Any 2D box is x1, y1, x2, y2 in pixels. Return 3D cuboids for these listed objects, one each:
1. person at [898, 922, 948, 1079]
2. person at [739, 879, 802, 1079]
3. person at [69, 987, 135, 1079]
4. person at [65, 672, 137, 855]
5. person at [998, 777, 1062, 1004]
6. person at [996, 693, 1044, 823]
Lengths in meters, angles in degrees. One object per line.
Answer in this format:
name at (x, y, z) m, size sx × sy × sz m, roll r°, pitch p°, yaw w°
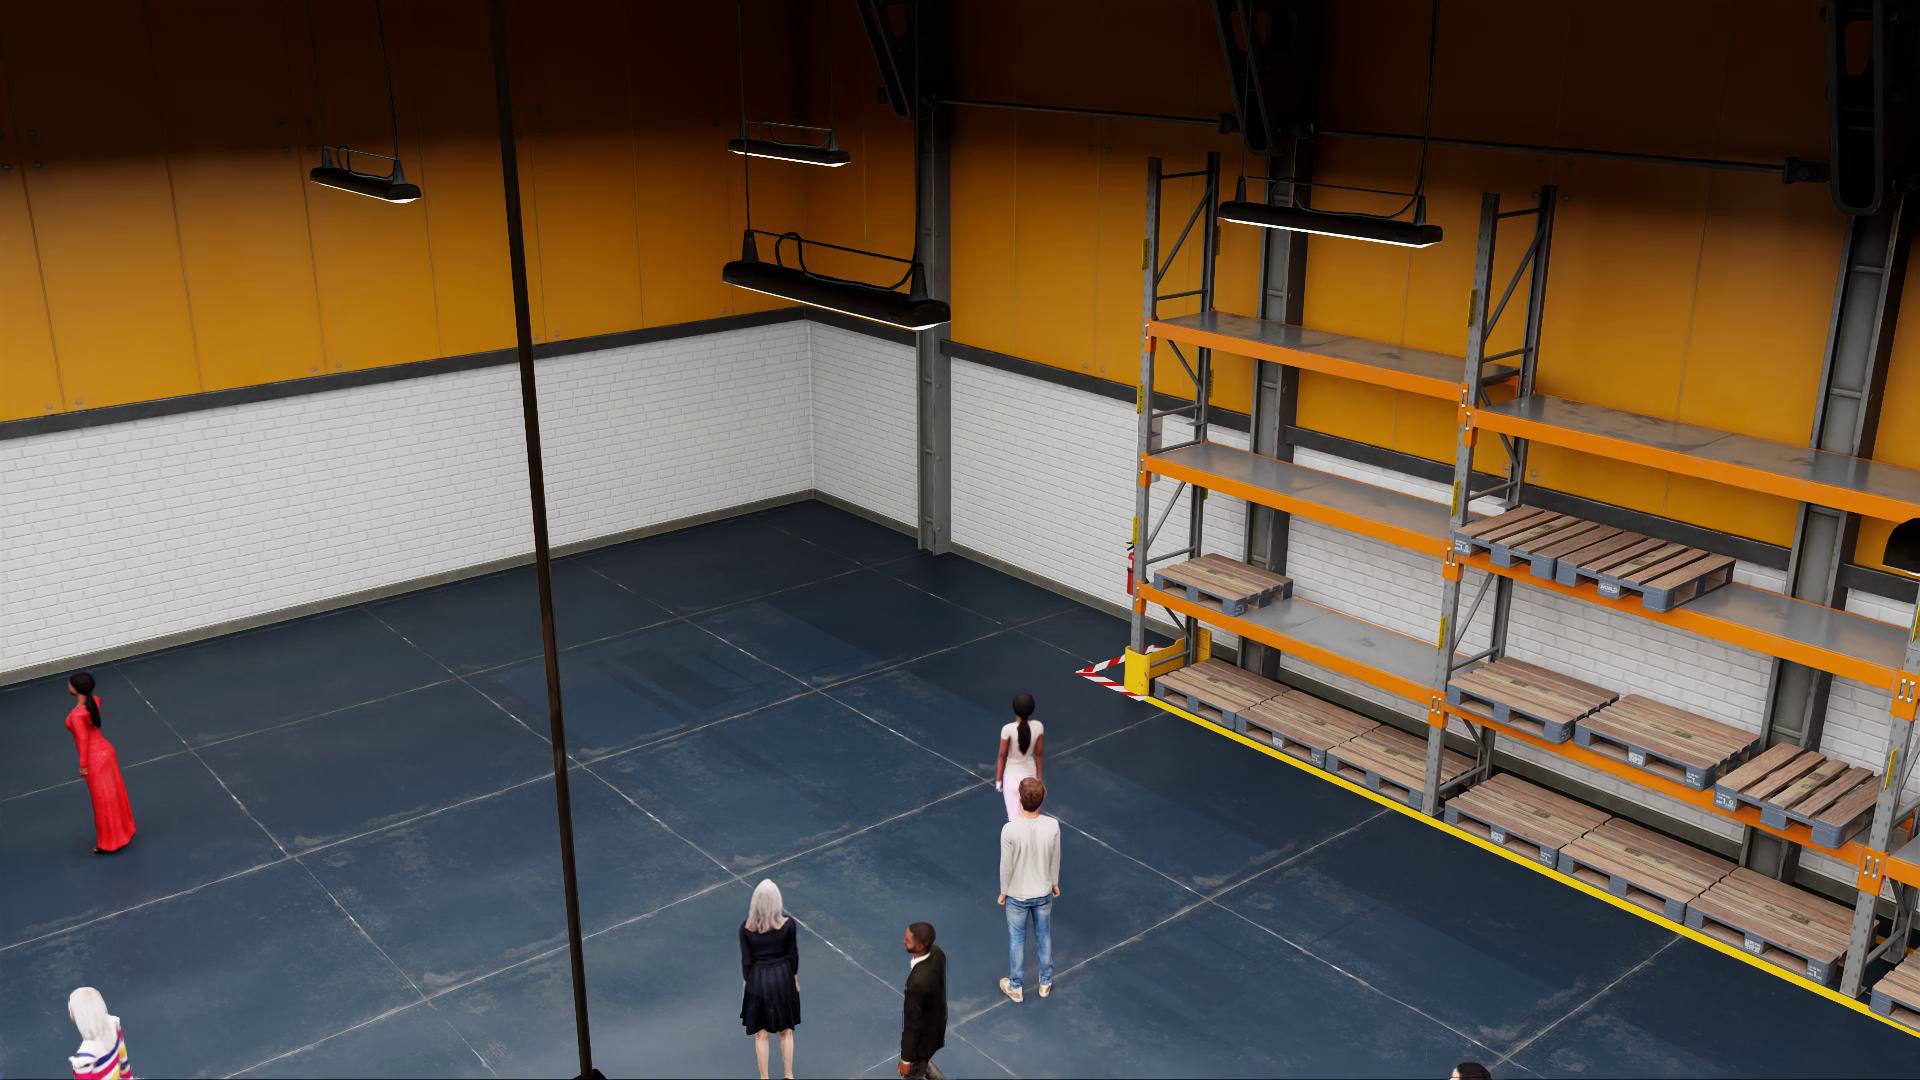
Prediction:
person at (-0.192, 3.393, 11.383) m, size 1.002 × 1.793 × 0.933 m, roll 5°, pitch 19°, yaw 16°
person at (-1.359, 3.223, 11.959) m, size 0.690 × 1.747 × 0.709 m, roll -4°, pitch 19°, yaw -11°
person at (-5.347, 3.645, 10.626) m, size 0.883 × 1.798 × 0.818 m, roll -1°, pitch 19°, yaw -3°
person at (-7.982, 2.047, 15.396) m, size 0.807 × 1.783 × 0.721 m, roll -2°, pitch 19°, yaw -5°
person at (0.552, 2.753, 13.107) m, size 0.742 × 1.905 × 0.733 m, roll -5°, pitch 19°, yaw -14°
person at (0.563, 2.218, 15.004) m, size 0.828 × 1.707 × 1.183 m, roll -7°, pitch 20°, yaw -21°
